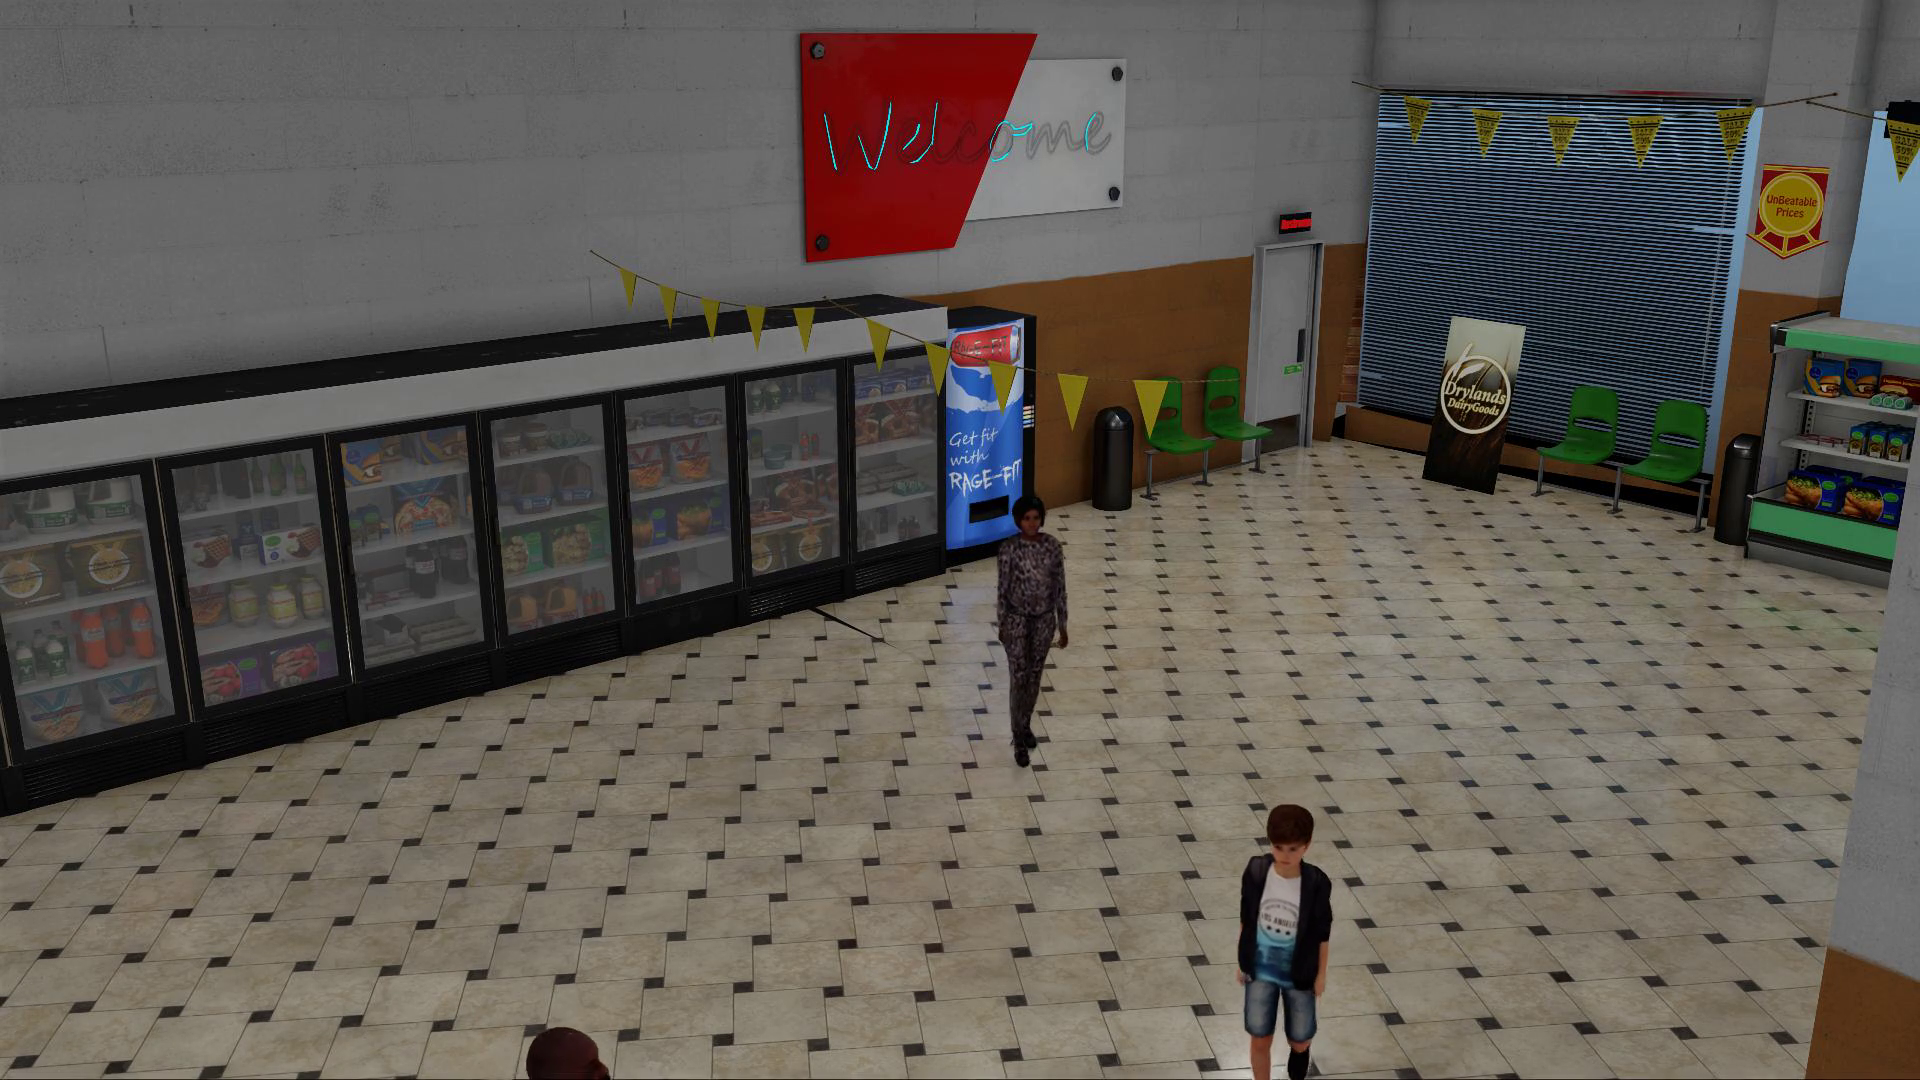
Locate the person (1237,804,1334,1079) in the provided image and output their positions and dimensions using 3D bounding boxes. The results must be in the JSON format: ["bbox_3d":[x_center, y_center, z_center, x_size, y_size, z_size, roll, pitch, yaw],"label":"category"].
[{"bbox_3d":[1.358,1.757,6.959,0.813,1.434,0.801,7,18,22],"label":"person"}]

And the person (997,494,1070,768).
[{"bbox_3d":[0.427,0.523,10.573,0.788,1.695,0.932,-4,17,-13],"label":"person"}]
